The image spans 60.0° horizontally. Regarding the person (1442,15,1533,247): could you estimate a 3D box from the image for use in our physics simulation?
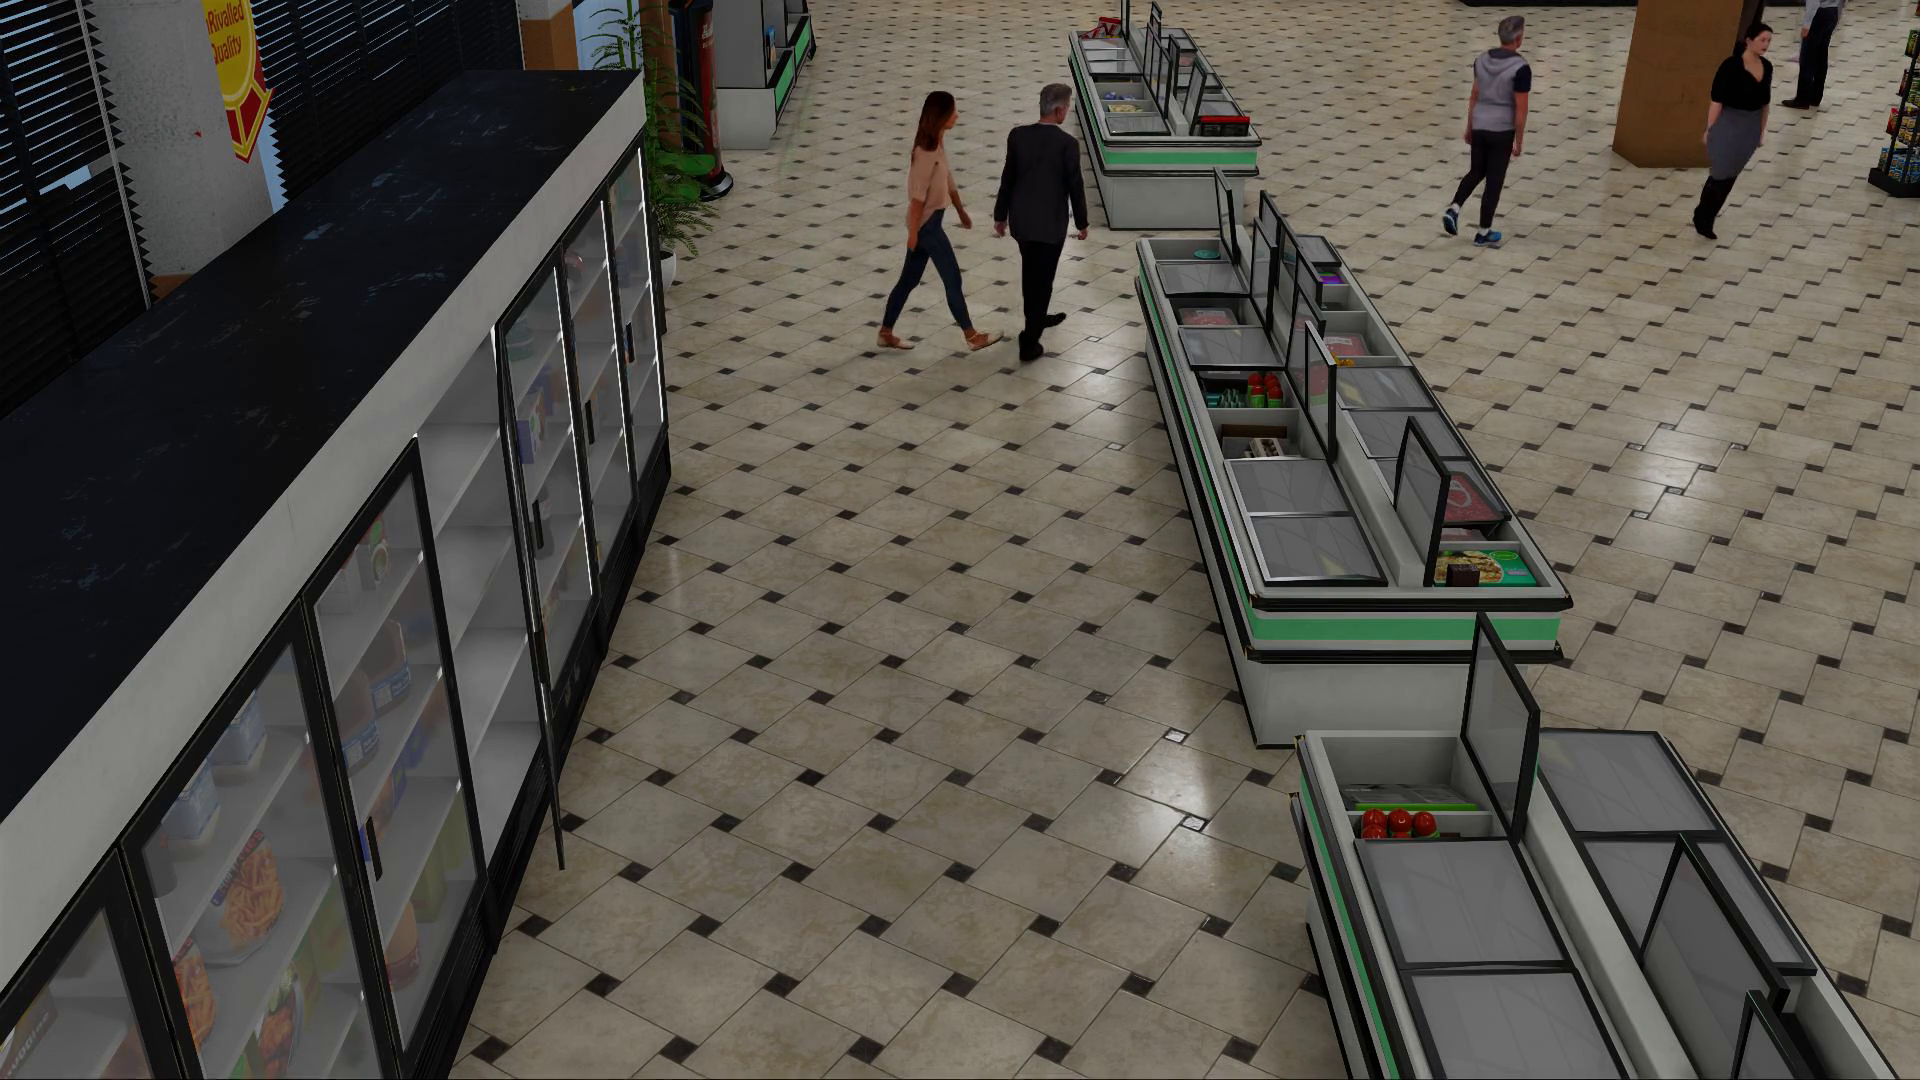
[{"bbox_3d":[4.184,-3.230,13.255,0.986,1.819,0.934,-18,32,-31],"label":"person"}]

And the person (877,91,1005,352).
[{"bbox_3d":[-0.313,-2.062,11.042,0.673,1.736,1.021,2,27,4],"label":"person"}]

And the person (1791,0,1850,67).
[{"bbox_3d":[10.443,-6.565,20.087,0.833,1.588,0.666,-22,34,-37],"label":"person"}]

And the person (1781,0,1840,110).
[{"bbox_3d":[9.277,-5.595,17.922,0.733,1.816,0.765,-19,33,-33],"label":"person"}]

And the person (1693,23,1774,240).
[{"bbox_3d":[6.191,-3.305,13.487,0.741,1.741,0.737,-8,28,-15],"label":"person"}]

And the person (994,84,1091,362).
[{"bbox_3d":[0.499,-2.064,10.969,1.071,1.806,1.165,15,30,27],"label":"person"}]
